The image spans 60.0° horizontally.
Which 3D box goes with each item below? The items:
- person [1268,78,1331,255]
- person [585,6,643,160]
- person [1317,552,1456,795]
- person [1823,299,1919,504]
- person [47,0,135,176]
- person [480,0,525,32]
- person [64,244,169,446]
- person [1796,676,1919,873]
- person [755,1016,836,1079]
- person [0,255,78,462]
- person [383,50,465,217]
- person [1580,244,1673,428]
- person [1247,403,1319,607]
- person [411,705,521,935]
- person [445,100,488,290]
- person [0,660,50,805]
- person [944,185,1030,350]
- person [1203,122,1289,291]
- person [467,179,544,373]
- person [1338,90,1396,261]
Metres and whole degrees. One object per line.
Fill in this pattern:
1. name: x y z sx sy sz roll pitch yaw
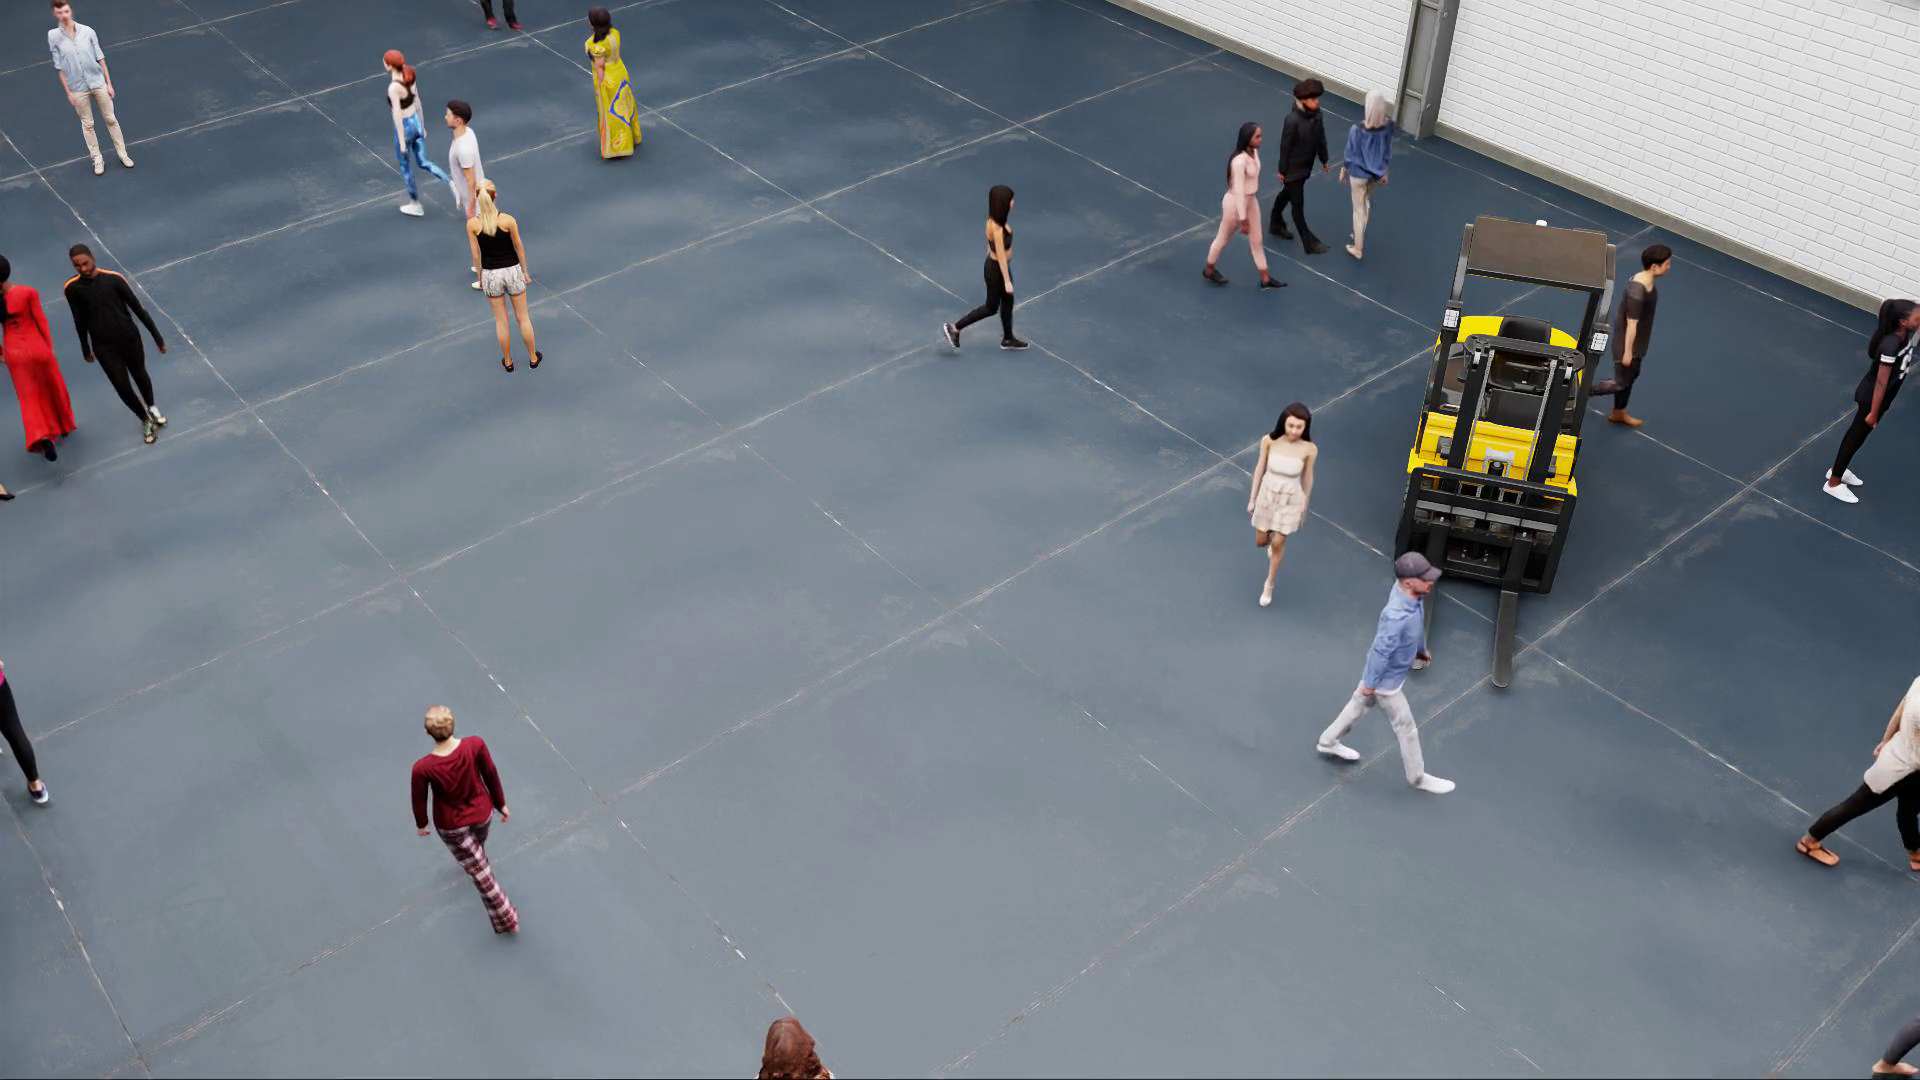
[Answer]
1. person: 3.239 -3.707 16.296 0.670 1.738 1.045 -31 48 -33
2. person: -3.770 -4.935 17.905 1.016 1.660 1.000 10 40 12
3. person: 2.647 0.801 10.572 1.242 1.838 1.035 13 40 15
4. person: 7.180 -1.114 13.059 0.691 1.727 0.685 21 43 24
5. person: -9.239 -4.821 17.603 0.673 1.848 0.592 -22 43 -25
6. person: -5.931 -7.259 20.718 0.659 1.781 0.911 -25 45 -28
7. person: -6.980 -1.678 13.717 0.852 1.786 0.878 -23 44 -26
8. person: 5.506 1.346 9.932 1.192 1.785 0.913 16 41 20
9. person: -0.753 2.968 7.947 0.788 1.727 0.855 -5 39 -6
10. person: -7.541 -1.445 13.450 0.848 1.765 1.125 -14 41 -17
11. person: -5.435 -4.042 16.701 1.081 1.766 0.901 11 40 13
12. person: 5.494 -1.678 13.787 0.959 1.698 0.784 21 43 24
13. person: 2.331 -0.301 12.043 0.824 1.724 0.839 14 41 17
14. person: -2.844 1.646 9.660 0.649 1.655 1.032 -27 46 -30
15. person: -4.555 -3.255 15.636 0.825 1.855 0.700 -7 39 -9
16. person: -6.143 1.002 10.471 0.637 1.660 1.095 -30 48 -32
17. person: 0.247 -2.359 14.699 1.007 1.624 0.972 1 39 1
18. person: 2.532 -3.116 15.603 1.157 1.680 0.875 20 43 23
19. person: -3.973 -2.300 14.448 0.681 1.846 0.687 -7 39 -9
20. person: 3.963 -3.483 16.066 0.739 1.685 0.787 -11 40 -14
